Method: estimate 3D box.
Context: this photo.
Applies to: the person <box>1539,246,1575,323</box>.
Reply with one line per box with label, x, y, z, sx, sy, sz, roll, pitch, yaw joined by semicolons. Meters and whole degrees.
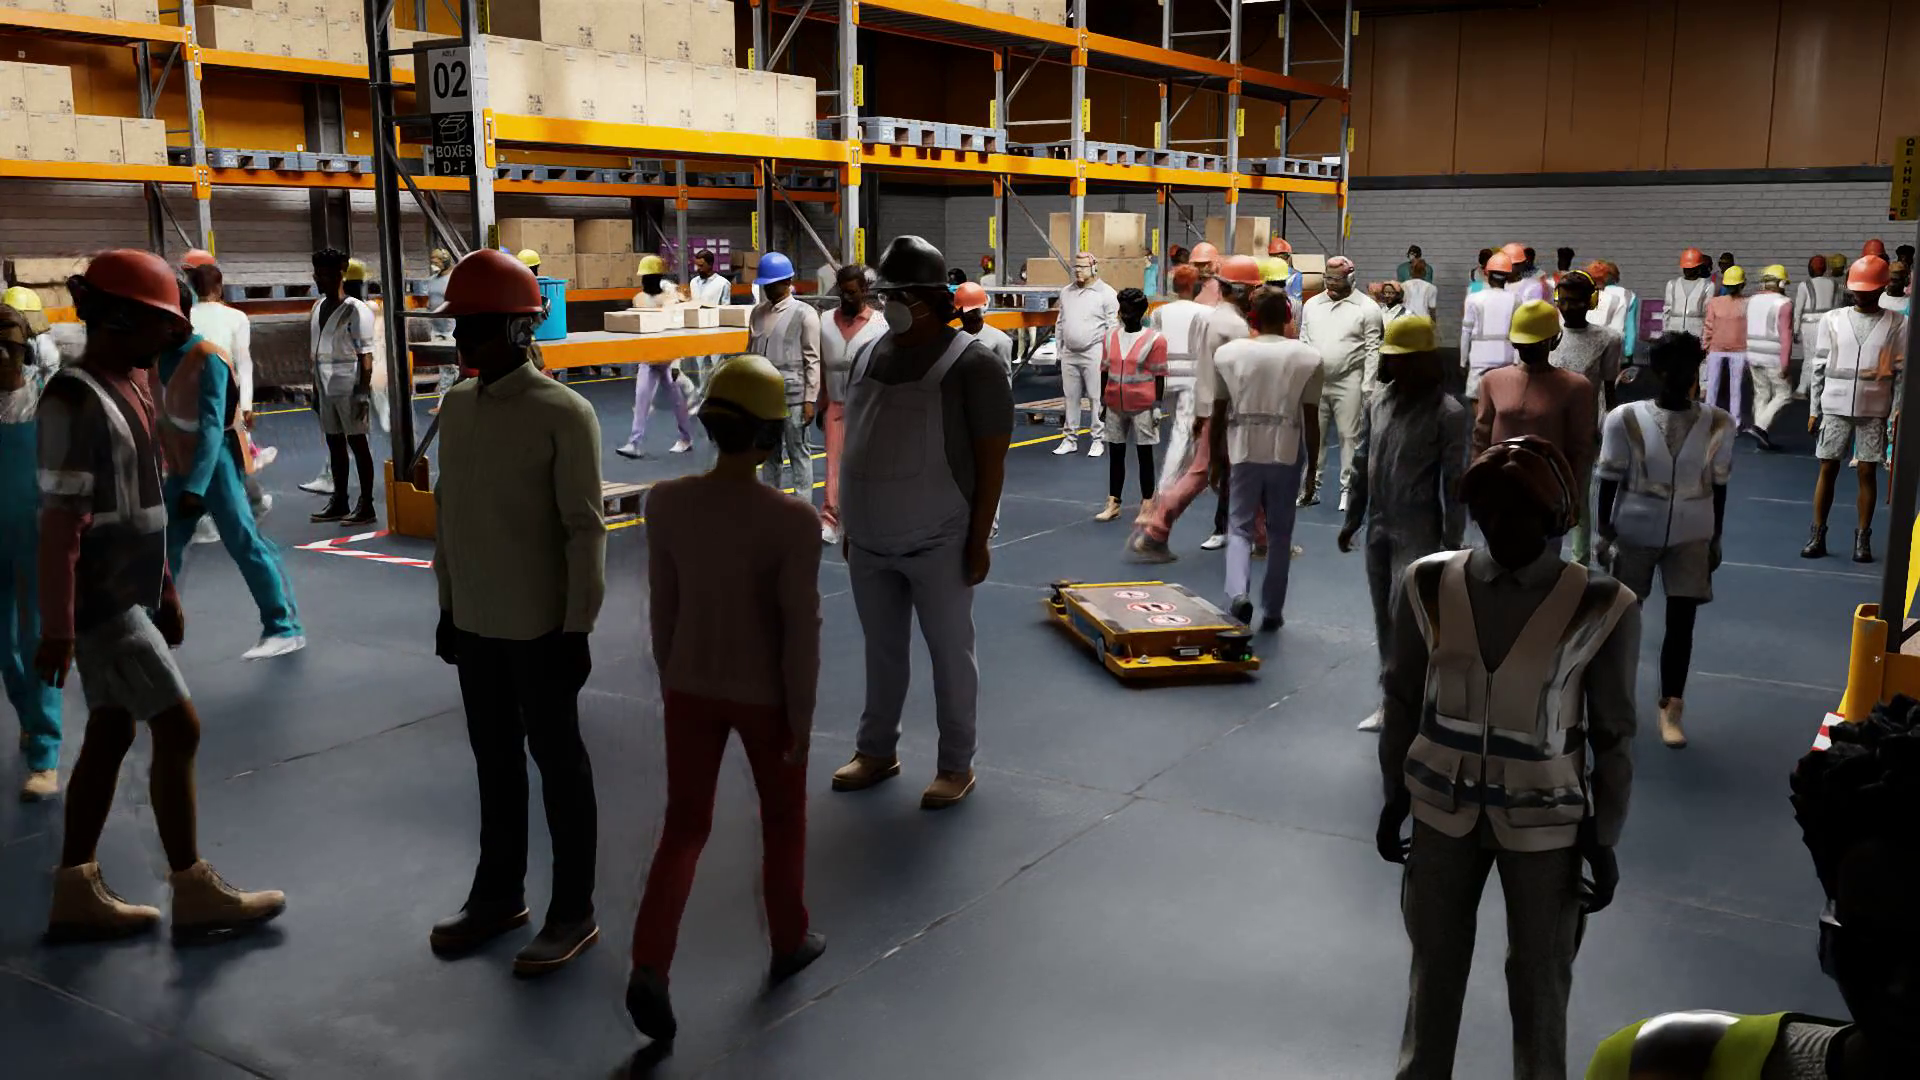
person;7.854;-2.862;21.752;0.614;1.946;0.712;0;10;2

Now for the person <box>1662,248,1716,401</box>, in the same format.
person;8.232;-2.330;18.858;0.543;1.928;0.373;7;12;32

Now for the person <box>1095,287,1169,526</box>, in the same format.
person;1.216;-0.945;11.831;0.532;1.692;0.320;7;12;32

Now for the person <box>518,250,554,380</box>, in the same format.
person;-4.670;-2.215;18.249;0.586;1.917;0.381;7;12;32

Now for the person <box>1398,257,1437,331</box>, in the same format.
person;5.507;-2.511;20.145;0.522;1.825;0.642;1;10;4

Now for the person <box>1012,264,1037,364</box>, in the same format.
person;1.091;-3.708;27.301;0.499;1.634;0.279;7;12;32

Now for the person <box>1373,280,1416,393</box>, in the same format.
person;4.124;-1.672;16.000;0.514;1.642;0.310;7;12;32

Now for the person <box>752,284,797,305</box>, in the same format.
person;-2.231;-2.521;20.280;0.565;1.790;0.999;1;10;7

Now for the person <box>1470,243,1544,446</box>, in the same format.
person;5.496;-1.924;16.442;0.997;2.004;0.608;-9;13;-40

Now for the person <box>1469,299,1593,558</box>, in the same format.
person;2.582;-0.213;7.596;0.524;1.760;0.327;7;12;32

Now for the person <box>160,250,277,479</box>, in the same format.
person;-6.462;-1.501;14.228;0.641;1.925;1.083;6;12;31

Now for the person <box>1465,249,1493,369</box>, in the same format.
person;8.194;-3.609;26.066;0.574;1.883;0.355;7;12;32

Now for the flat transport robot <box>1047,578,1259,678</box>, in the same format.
flat transport robot;0.919;0.409;8.267;0.652;0.197;1.431;-2;10;-11

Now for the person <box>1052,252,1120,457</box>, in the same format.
person;1.159;-1.732;15.594;0.639;1.910;0.407;7;12;32

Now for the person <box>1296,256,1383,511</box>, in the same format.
person;2.812;-1.168;12.497;0.639;1.902;0.407;7;12;32

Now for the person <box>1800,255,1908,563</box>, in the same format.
person;5.642;-0.818;10.476;0.543;1.928;0.373;7;12;32

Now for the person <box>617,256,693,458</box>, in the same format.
person;-2.836;-1.709;15.558;0.604;1.875;1.017;5;12;28

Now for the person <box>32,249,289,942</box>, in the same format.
person;-2.326;0.176;4.800;0.805;1.989;0.692;-3;11;-15

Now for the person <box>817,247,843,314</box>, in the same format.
person;-2.077;-3.861;27.393;0.637;1.910;0.890;2;10;12

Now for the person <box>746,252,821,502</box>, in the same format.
person;-1.217;-0.970;11.290;0.604;1.938;0.402;7;12;32

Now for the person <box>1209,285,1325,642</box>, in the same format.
person;1.519;-0.374;8.376;0.577;1.807;0.808;3;11;15

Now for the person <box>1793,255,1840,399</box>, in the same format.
person;10.765;-2.645;20.851;0.582;1.852;0.908;-2;10;-12

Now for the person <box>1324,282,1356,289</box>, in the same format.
person;5.768;-3.431;25.426;0.524;1.760;0.327;7;12;32

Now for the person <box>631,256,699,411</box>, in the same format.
person;-3.506;-2.466;19.876;0.907;1.851;0.591;-8;13;-37

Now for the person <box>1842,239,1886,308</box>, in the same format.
person;11.496;-2.784;21.079;0.605;2.034;0.391;7;12;32

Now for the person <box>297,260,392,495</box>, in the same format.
person;-4.796;-1.290;13.276;0.601;1.869;1.014;8;13;37

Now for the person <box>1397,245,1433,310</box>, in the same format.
person;7.649;-4.008;28.123;0.627;1.940;0.371;7;12;32

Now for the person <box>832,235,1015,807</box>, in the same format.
person;-0.185;-0.062;5.973;0.675;2.000;0.536;7;12;32

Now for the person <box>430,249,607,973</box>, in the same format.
person;-1.249;0.202;4.636;0.611;1.996;0.379;7;12;32

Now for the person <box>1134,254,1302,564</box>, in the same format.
person;1.605;-0.803;10.377;1.080;1.944;0.620;-1;10;-3

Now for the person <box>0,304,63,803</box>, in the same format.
person;-3.574;0.011;6.298;0.508;1.804;0.976;-4;11;-22

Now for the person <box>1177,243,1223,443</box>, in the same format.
person;2.213;-1.700;15.172;0.611;1.996;0.379;7;12;32

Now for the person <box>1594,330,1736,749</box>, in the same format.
person;2.898;-0.044;6.910;0.532;1.672;0.799;2;10;13

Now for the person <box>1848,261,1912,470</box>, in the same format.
person;8.197;-1.536;14.702;0.504;1.839;0.344;7;12;32

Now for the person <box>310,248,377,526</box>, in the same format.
person;-4.408;-1.082;11.831;0.603;1.967;0.367;7;12;32

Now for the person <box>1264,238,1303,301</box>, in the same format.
person;3.920;-2.705;20.608;0.605;2.045;0.377;7;12;32

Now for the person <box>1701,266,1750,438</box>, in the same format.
person;7.900;-1.929;17.104;0.524;1.760;0.327;7;12;32

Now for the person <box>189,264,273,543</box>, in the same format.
person;-5.082;-0.947;11.389;0.606;1.851;1.041;0;10;-2

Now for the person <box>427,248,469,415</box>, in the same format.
person;-5.910;-2.389;19.169;0.627;1.934;0.371;7;12;32

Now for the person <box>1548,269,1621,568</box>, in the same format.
person;3.374;-0.563;9.243;0.520;1.865;0.328;7;12;32

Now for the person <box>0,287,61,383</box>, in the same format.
person;-5.616;-0.654;10.079;0.484;1.744;0.296;7;12;32

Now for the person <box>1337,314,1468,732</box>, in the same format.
person;1.785;-0.049;6.766;0.346;1.731;0.494;-7;12;-33

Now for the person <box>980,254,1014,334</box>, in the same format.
person;0.452;-2.995;22.782;0.531;1.837;0.715;-2;11;-13

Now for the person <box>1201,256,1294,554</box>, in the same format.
person;1.849;-0.864;10.763;0.586;1.917;0.381;7;12;32

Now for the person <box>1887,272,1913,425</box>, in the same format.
person;9.924;-2.072;17.113;0.675;2.000;0.536;7;12;32

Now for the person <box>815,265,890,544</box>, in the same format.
person;-0.720;-0.916;11.235;0.605;1.856;1.047;3;11;15

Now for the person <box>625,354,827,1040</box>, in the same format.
person;-0.608;0.393;4.293;0.529;1.737;0.797;3;11;17

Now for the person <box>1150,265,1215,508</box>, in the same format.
person;1.765;-1.187;12.792;0.584;1.826;0.999;9;13;40

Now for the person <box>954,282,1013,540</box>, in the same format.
person;0.077;-0.866;11.250;0.563;1.742;0.338;7;12;32

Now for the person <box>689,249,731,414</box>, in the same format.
person;-2.908;-2.409;19.334;0.587;1.914;0.391;7;12;32

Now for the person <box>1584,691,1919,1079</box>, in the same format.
person;0.712;0.947;1.334;0.532;1.697;0.320;7;12;32

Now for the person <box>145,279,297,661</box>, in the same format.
person;-3.598;-0.286;7.750;0.593;1.851;1.046;6;12;31

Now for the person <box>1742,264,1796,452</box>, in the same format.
person;7.702;-1.716;15.820;0.427;1.794;0.631;-3;11;-16

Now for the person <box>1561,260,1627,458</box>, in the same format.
person;5.722;-1.617;15.146;0.577;1.854;0.910;5;12;27

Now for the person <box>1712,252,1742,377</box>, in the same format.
person;11.314;-3.340;24.699;0.504;1.839;0.344;7;12;32

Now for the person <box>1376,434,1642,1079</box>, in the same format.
person;1.114;0.595;3.447;0.514;1.640;0.310;7;12;32

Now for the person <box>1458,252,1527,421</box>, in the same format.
person;4.771;-1.605;14.879;0.553;1.918;0.713;1;10;5
